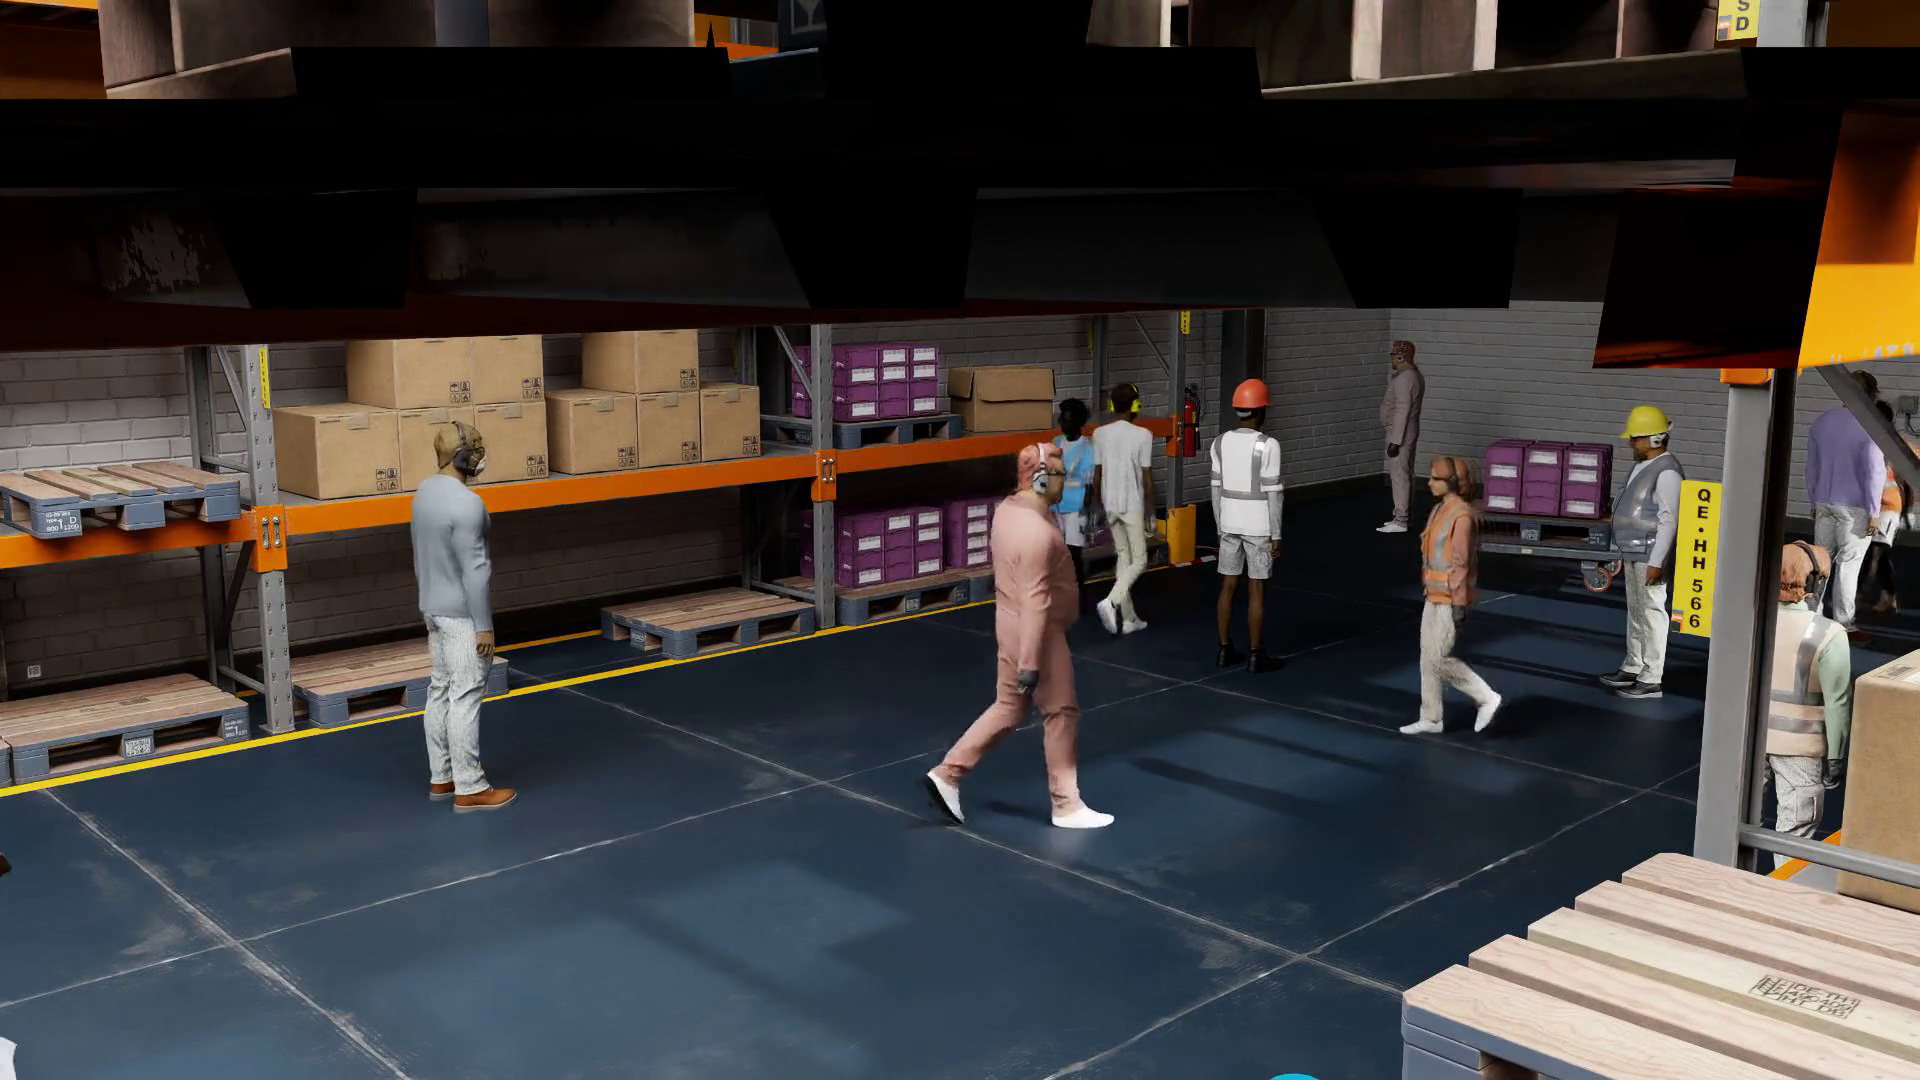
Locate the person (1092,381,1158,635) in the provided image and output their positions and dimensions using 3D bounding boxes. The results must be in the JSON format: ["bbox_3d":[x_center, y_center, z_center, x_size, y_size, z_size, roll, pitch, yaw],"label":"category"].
[{"bbox_3d":[1.157,-0.206,11.924,0.544,1.845,0.641,7,12,36],"label":"person"}]

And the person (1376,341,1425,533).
[{"bbox_3d":[4.363,-1.022,16.516,0.408,1.906,0.653,5,11,27],"label":"person"}]

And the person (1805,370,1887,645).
[{"bbox_3d":[6.268,-0.231,11.791,0.366,1.938,0.630,-3,10,-15],"label":"person"}]

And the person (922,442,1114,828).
[{"bbox_3d":[0.273,0.468,7.876,0.850,1.883,0.636,-3,10,-15],"label":"person"}]

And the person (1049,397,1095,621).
[{"bbox_3d":[0.823,-0.227,12.468,0.388,1.690,0.570,-6,11,-32],"label":"person"}]

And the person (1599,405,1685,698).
[{"bbox_3d":[4.255,0.072,10.358,0.403,1.823,0.586,1,10,5],"label":"person"}]

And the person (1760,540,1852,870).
[{"bbox_3d":[3.222,0.817,6.528,0.308,1.641,0.514,-6,11,-31],"label":"person"}]

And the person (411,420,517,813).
[{"bbox_3d":[-2.485,0.375,8.247,0.355,1.936,0.635,-8,13,-40],"label":"person"}]

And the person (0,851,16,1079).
[{"bbox_3d":[-1.925,1.319,3.084,1.034,1.828,0.574,-7,12,-36],"label":"person"}]

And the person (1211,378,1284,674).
[{"bbox_3d":[1.907,-0.091,10.967,0.355,1.941,0.546,-9,13,-44],"label":"person"}]

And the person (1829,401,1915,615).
[{"bbox_3d":[6.858,-0.224,12.567,0.900,1.647,0.539,-4,10,-21],"label":"person"}]

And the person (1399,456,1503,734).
[{"bbox_3d":[2.791,0.331,9.409,0.463,1.622,0.530,0,10,-1],"label":"person"}]
